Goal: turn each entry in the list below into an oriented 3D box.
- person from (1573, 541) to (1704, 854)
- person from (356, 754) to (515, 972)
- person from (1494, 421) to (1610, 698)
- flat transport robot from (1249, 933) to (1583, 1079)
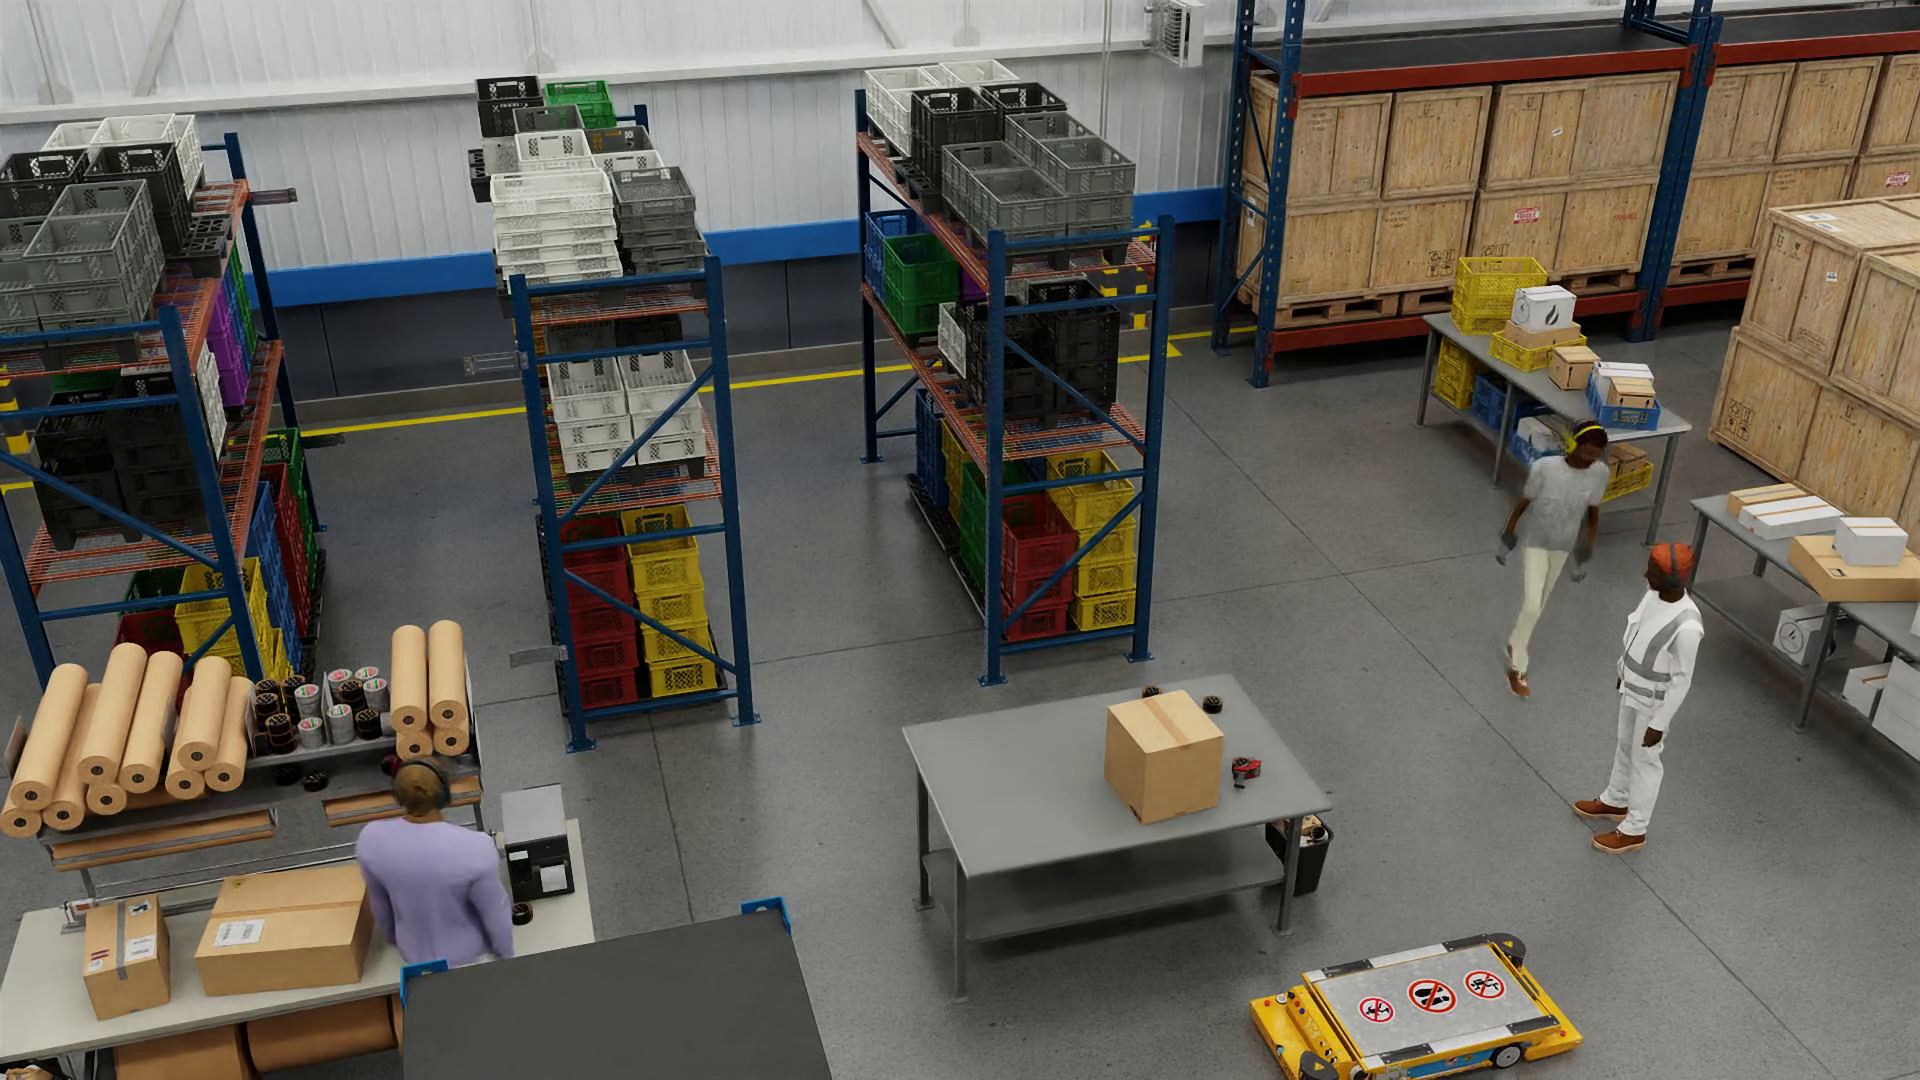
[{"bbox_3d":[3.689,0.836,8.947,0.354,1.887,0.573,1,29,1],"label":"person"},{"bbox_3d":[-2.220,1.763,7.222,0.627,1.930,0.372,5,29,9],"label":"person"},{"bbox_3d":[3.682,0.104,10.343,0.586,1.828,0.773,-1,29,-3],"label":"person"},{"bbox_3d":[2.184,2.282,7.980,1.431,0.197,0.652,-8,30,-14],"label":"flat transport robot"}]
